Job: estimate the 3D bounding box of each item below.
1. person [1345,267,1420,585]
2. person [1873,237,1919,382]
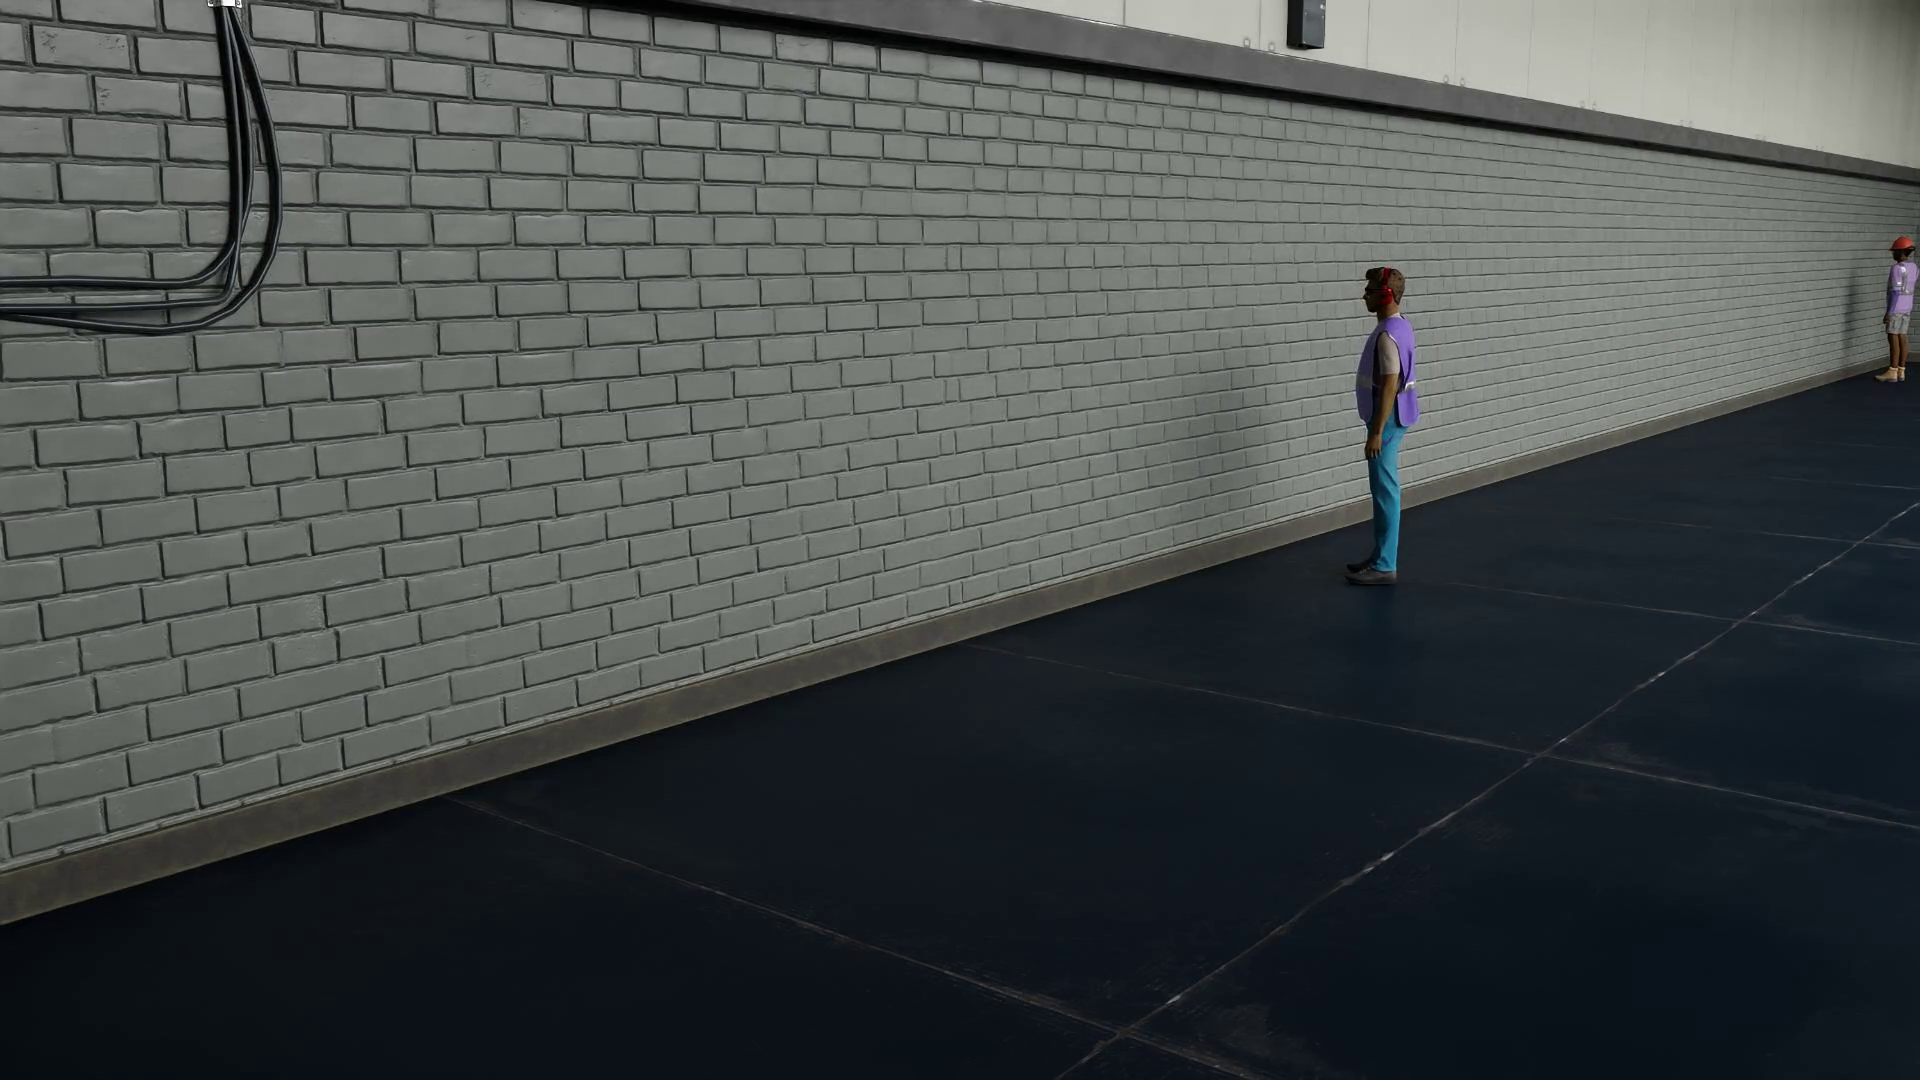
[{"bbox_3d":[2.494,-0.670,9.761,0.389,1.847,0.566,3,11,16],"label":"person"},{"bbox_3d":[13.334,-3.281,23.681,0.614,2.042,0.373,-8,13,-37],"label":"person"}]
